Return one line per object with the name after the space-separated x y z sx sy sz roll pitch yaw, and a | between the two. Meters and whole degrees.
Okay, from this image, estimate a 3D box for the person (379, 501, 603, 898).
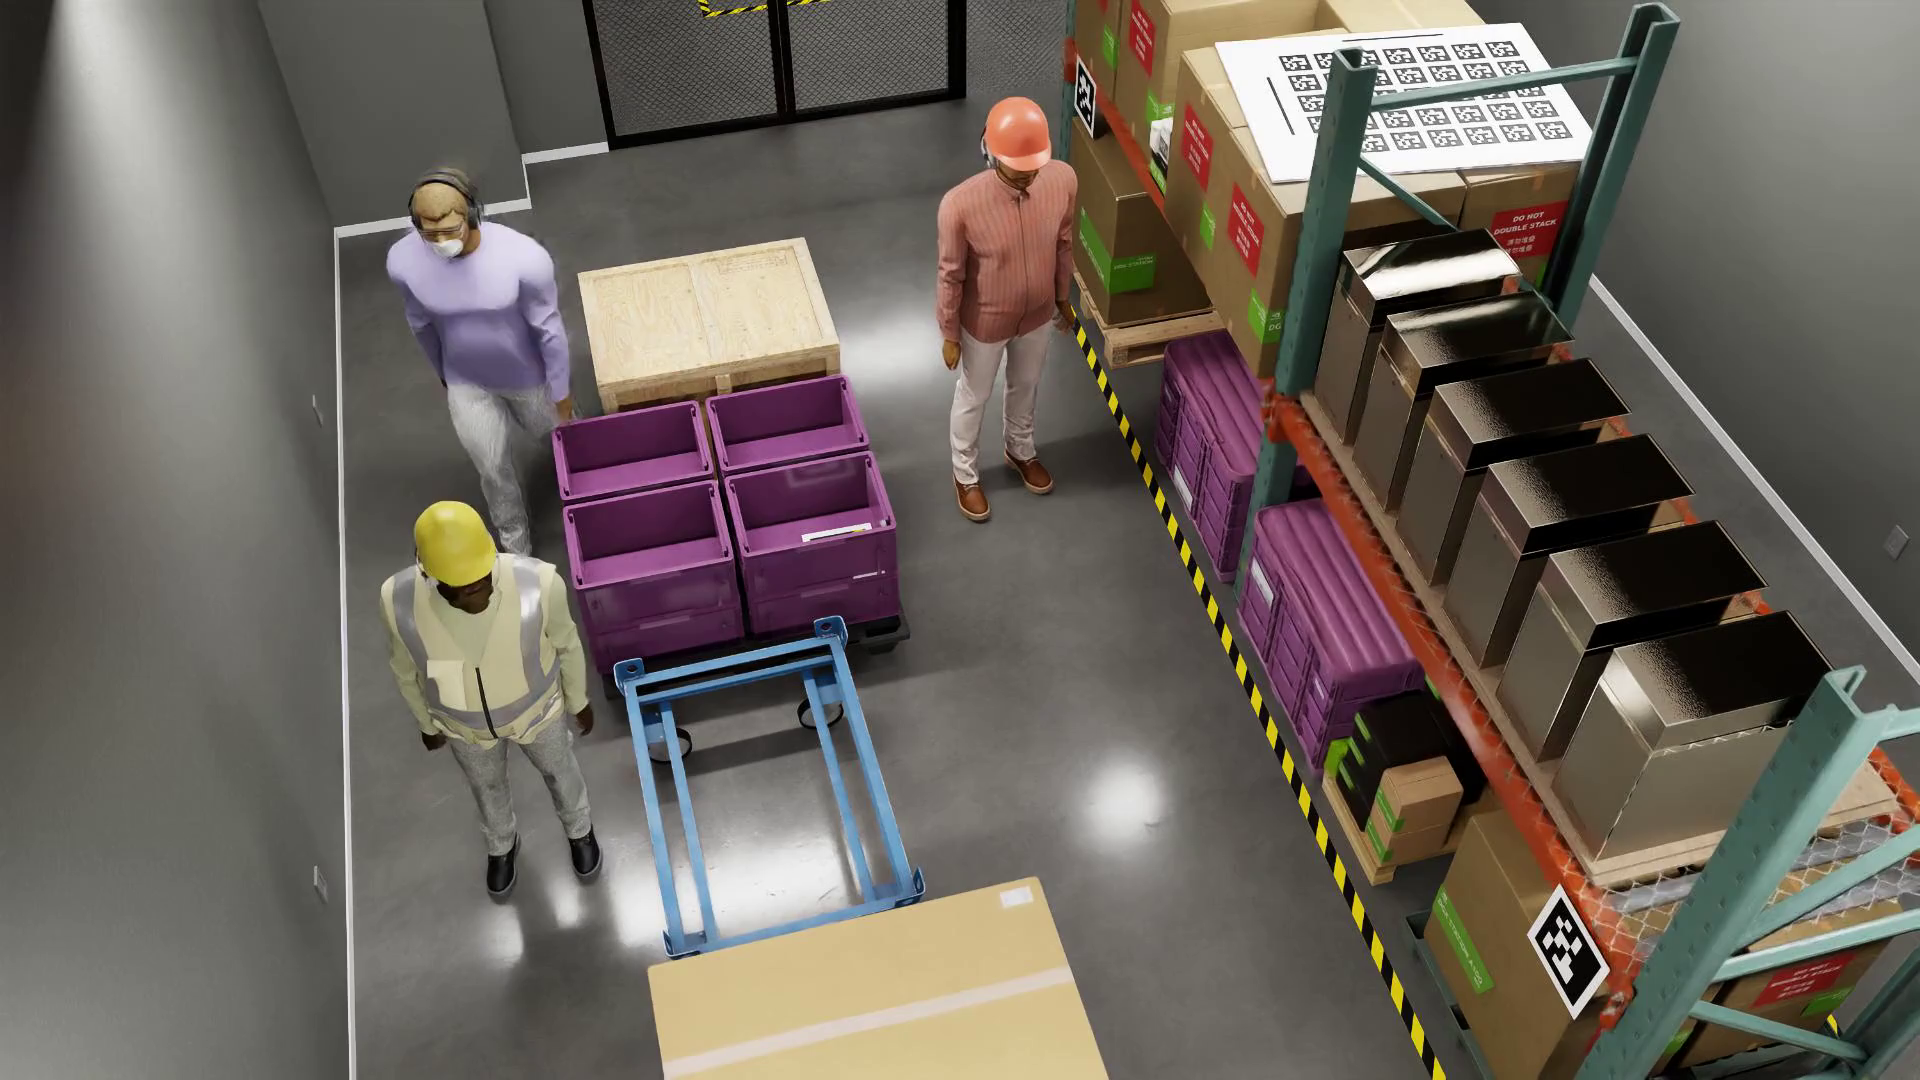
-1.507 0.543 5.456 0.586 1.837 0.404 -8 48 -7 | person

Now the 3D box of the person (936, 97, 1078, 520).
0.200 -0.908 6.683 0.621 1.992 0.397 -22 51 -19 | person

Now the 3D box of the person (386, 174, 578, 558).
-1.816 -0.719 6.574 0.623 1.909 0.898 -2 47 -2 | person
